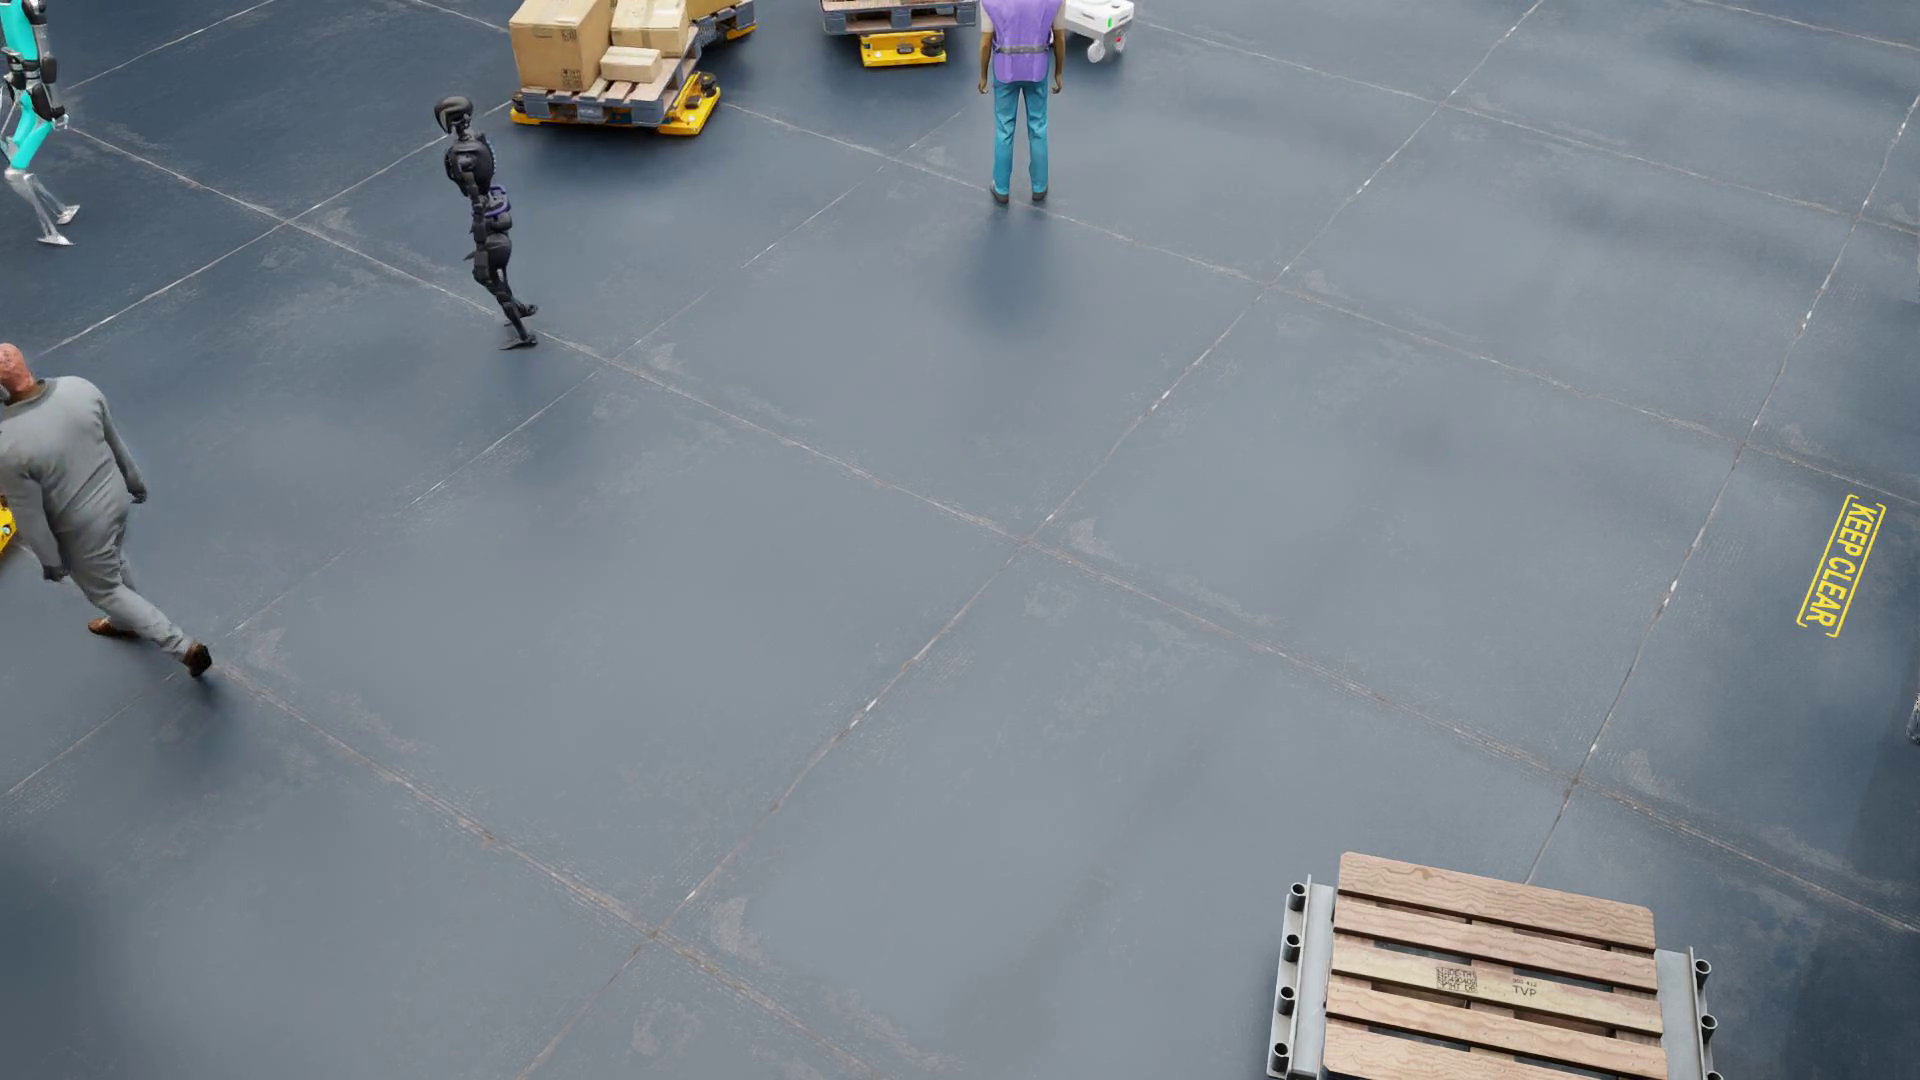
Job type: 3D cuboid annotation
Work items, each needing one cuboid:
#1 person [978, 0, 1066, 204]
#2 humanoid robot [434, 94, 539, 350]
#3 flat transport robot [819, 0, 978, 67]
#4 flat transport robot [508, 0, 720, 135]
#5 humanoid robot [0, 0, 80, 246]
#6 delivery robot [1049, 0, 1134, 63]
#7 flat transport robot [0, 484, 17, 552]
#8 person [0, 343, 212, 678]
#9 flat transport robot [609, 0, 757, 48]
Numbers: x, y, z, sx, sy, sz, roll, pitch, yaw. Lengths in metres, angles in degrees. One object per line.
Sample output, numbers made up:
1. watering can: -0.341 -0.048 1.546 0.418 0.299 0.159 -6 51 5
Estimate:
1. person: 0.408 -3.096 11.060 0.571 1.843 0.376 -3 42 -3
2. humanoid robot: -2.770 -1.844 9.791 0.351 1.645 0.589 -10 43 -11
3. flat transport robot: -0.531 -4.257 13.543 0.659 0.231 1.431 -6 42 -6
4. flat transport robot: -2.583 -3.315 12.489 1.431 0.231 0.659 6 42 6
5. humanoid robot: -6.147 -2.776 10.783 0.596 1.768 0.869 29 49 28
6. delivery robot: 1.009 -4.180 13.233 0.744 0.582 0.518 32 51 31
7. flat transport robot: -5.796 -0.096 8.887 1.431 0.231 0.659 2 42 2
8. person: -4.013 -0.118 7.716 0.809 1.869 0.682 10 43 11
9. flat transport robot: -2.396 -4.052 13.314 1.431 0.231 0.659 -33 51 -31
